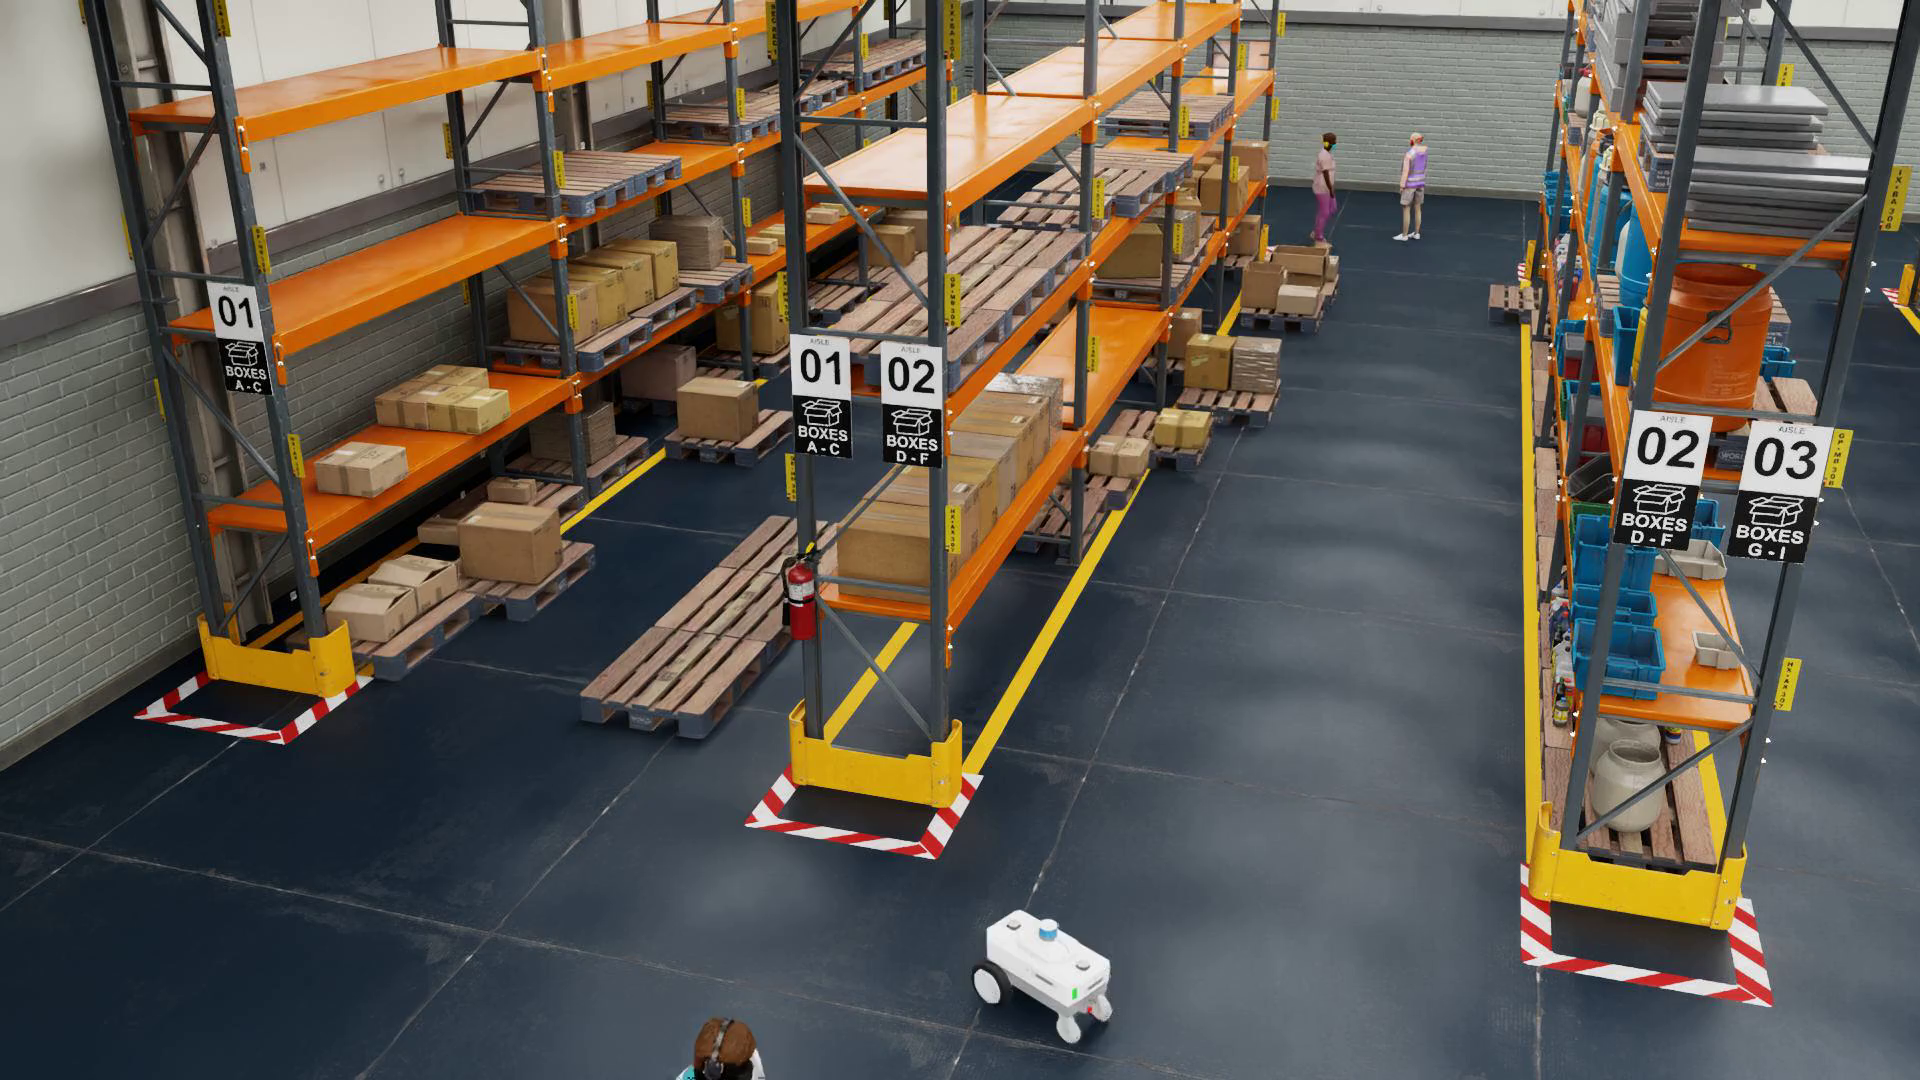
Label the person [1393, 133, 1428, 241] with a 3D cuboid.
[{"bbox_3d":[7.161,-5.583,26.330,0.491,1.688,0.349,-14,27,-29],"label":"person"}]

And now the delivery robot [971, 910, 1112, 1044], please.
[{"bbox_3d":[0.485,2.386,9.269,0.777,0.587,0.499,21,31,40],"label":"delivery robot"}]

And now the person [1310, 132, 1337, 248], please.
[{"bbox_3d":[5.690,-5.430,25.846,0.406,1.790,0.507,8,25,18],"label":"person"}]

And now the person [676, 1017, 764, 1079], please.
[{"bbox_3d":[-1.074,2.705,6.971,0.810,1.804,0.632,11,26,24],"label":"person"}]
